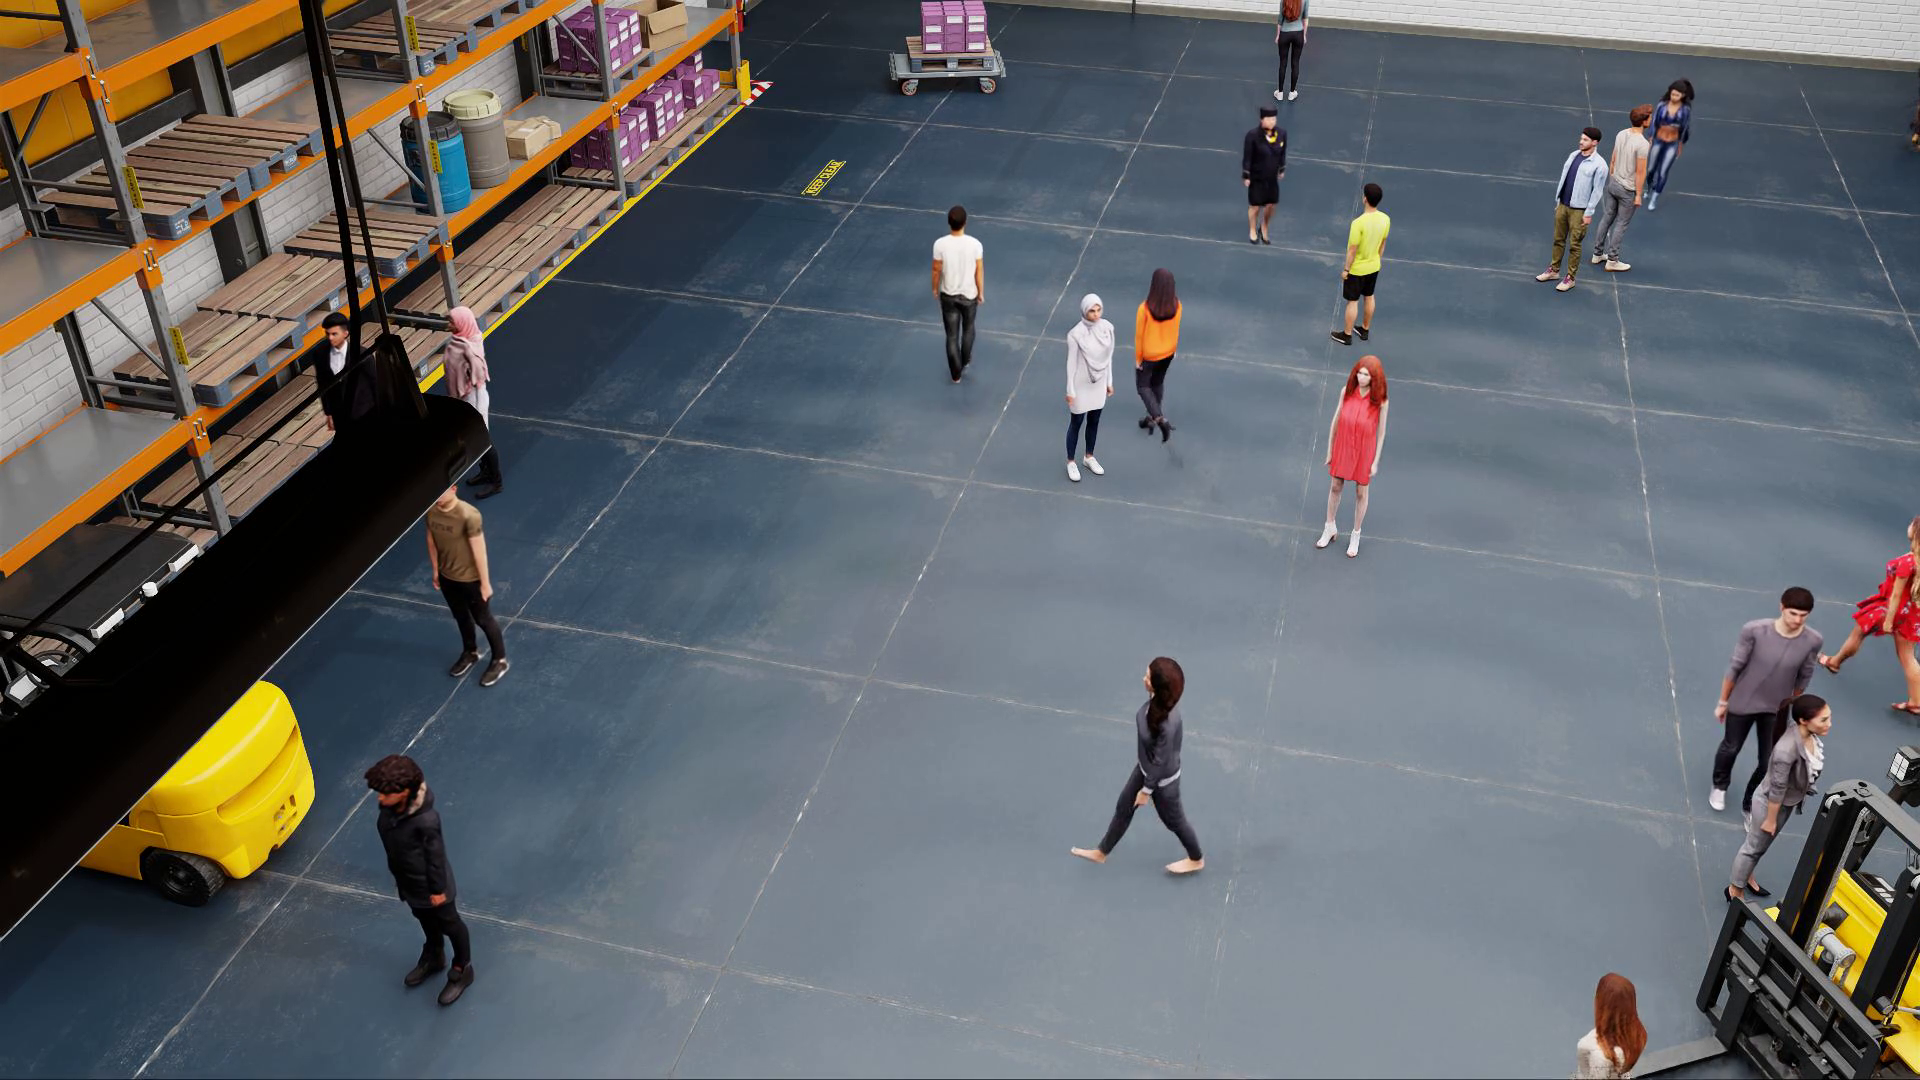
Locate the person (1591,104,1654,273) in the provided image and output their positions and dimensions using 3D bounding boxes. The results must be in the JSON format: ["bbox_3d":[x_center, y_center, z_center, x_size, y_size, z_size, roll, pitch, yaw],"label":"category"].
[{"bbox_3d":[7.427,-3.949,18.595,0.809,1.897,0.710,-12,36,-18],"label":"person"}]

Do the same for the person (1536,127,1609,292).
[{"bbox_3d":[6.738,-3.641,18.210,0.811,1.812,0.745,-17,37,-23],"label":"person"}]

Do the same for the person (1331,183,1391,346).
[{"bbox_3d":[4.156,-2.839,17.095,0.694,1.709,0.742,-16,37,-22],"label":"person"}]

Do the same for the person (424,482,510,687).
[{"bbox_3d":[-3.685,0.240,12.340,0.694,1.847,0.619,15,36,21],"label":"person"}]

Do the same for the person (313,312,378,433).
[{"bbox_3d":[-5.212,-1.119,14.351,0.729,1.883,0.608,3,34,5],"label":"person"}]

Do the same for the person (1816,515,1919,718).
[{"bbox_3d":[6.894,0.585,12.094,1.047,1.543,1.147,-15,36,-21],"label":"person"}]

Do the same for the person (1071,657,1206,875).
[{"bbox_3d":[1.354,1.481,10.591,0.986,1.715,1.139,-4,34,-7],"label":"person"}]

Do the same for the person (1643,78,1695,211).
[{"bbox_3d":[8.568,-4.799,20.131,0.689,1.613,0.705,18,38,25],"label":"person"}]

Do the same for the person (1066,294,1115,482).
[{"bbox_3d":[1.146,-1.377,14.837,0.696,1.775,0.740,-15,36,-21],"label":"person"}]

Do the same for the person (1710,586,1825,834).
[{"bbox_3d":[5.344,1.042,11.141,0.712,1.837,0.735,11,35,16],"label":"person"}]

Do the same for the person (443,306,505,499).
[{"bbox_3d":[-4.261,-1.221,14.575,0.797,1.804,0.738,-18,38,-25],"label":"person"}]

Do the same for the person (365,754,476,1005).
[{"bbox_3d":[-3.168,1.964,9.812,0.678,1.773,0.666,19,38,26],"label":"person"}]

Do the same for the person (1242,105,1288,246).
[{"bbox_3d":[3.483,-4.237,19.243,0.833,1.661,0.844,-7,34,-10],"label":"person"}]

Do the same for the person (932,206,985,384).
[{"bbox_3d":[-0.016,-2.376,16.323,0.805,1.793,0.929,-1,34,-2],"label":"person"}]

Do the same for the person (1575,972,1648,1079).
[{"bbox_3d":[3.322,2.940,8.424,0.712,1.685,0.777,-25,41,-32],"label":"person"}]

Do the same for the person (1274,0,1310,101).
[{"bbox_3d":[4.672,-7.091,23.462,0.613,1.743,0.573,4,34,6],"label":"person"}]

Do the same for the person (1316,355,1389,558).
[{"bbox_3d":[3.270,-0.709,13.783,0.637,1.828,0.591,18,38,25],"label":"person"}]

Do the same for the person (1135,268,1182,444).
[{"bbox_3d":[1.846,-1.670,15.313,0.941,1.736,1.023,-15,36,-21],"label":"person"}]

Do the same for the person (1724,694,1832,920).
[{"bbox_3d":[5.102,1.633,10.395,0.773,1.678,0.668,26,41,33],"label":"person"}]
